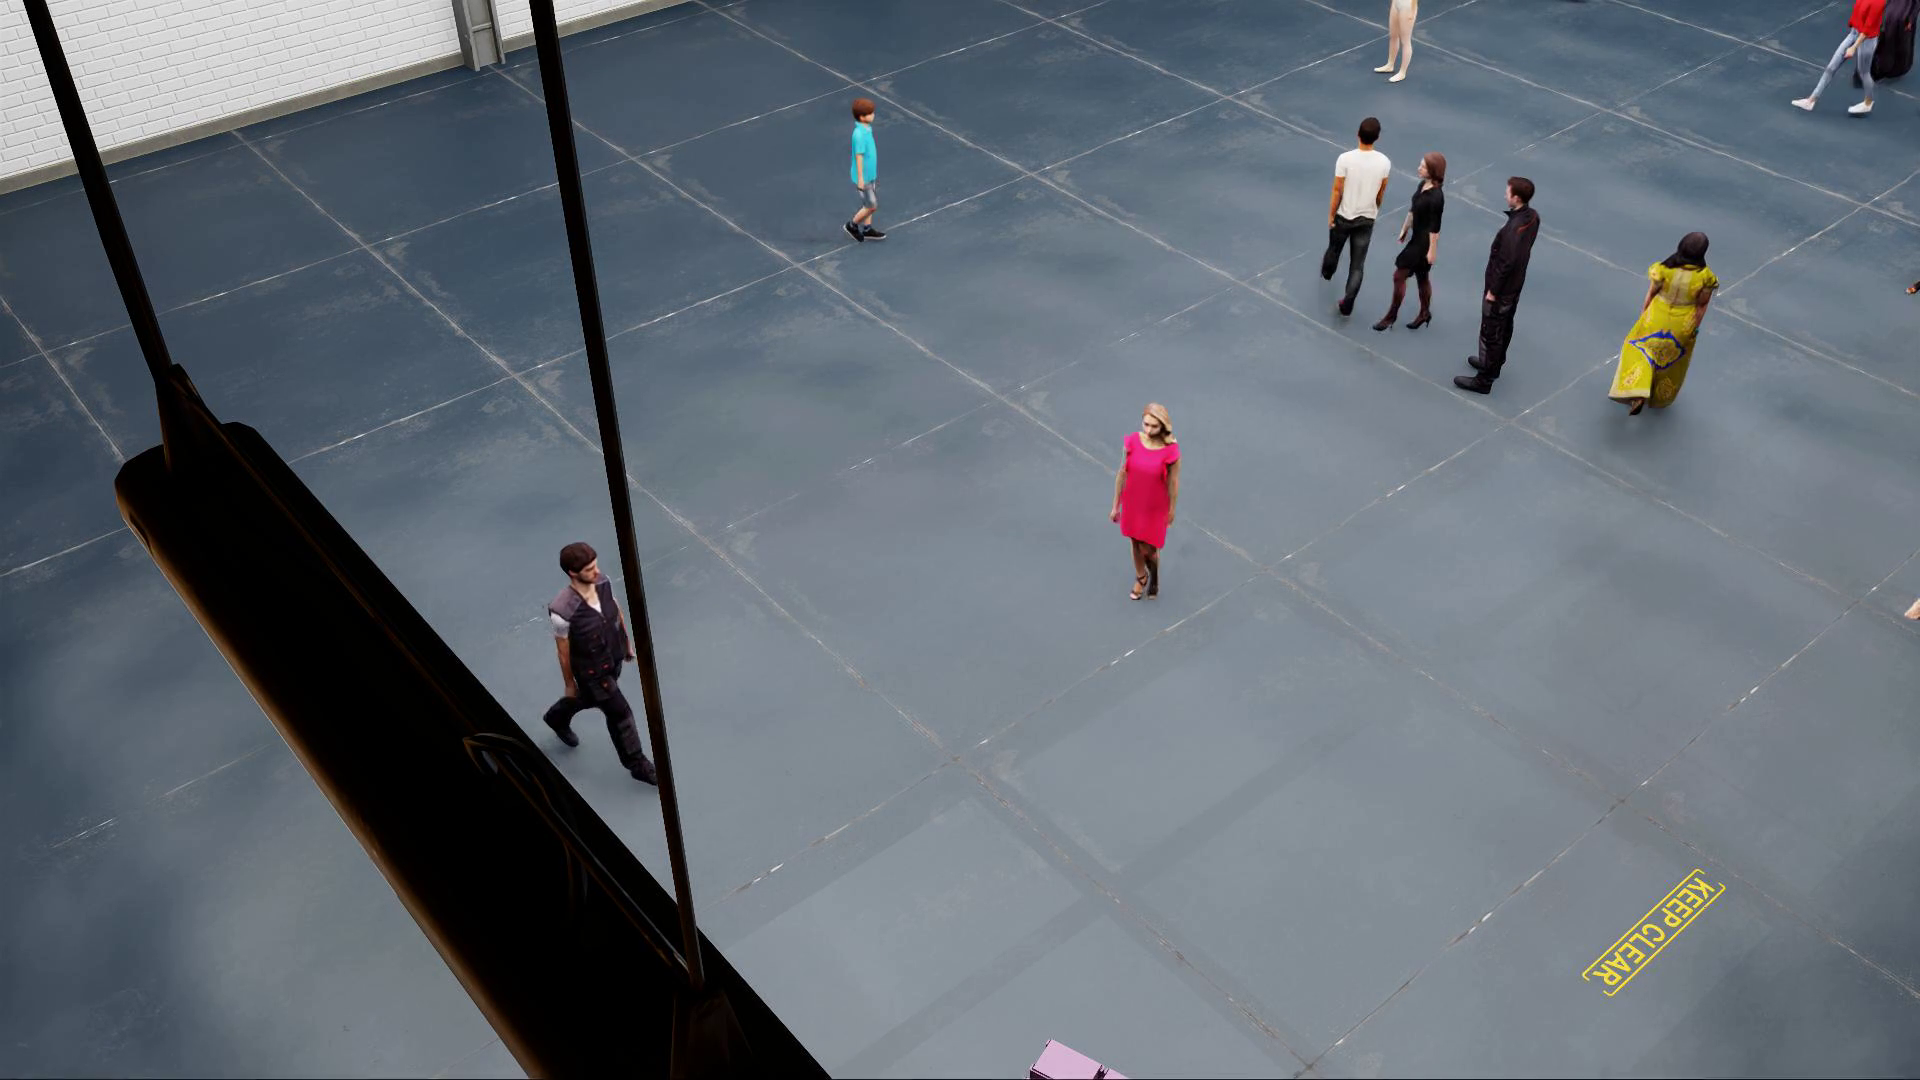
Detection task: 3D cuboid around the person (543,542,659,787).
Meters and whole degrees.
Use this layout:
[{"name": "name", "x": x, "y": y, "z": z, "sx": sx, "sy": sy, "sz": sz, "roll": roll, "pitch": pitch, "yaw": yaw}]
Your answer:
[{"name": "person", "x": -2.319, "y": 0.738, "z": 10.223, "sx": 1.072, "sy": 1.809, "sz": 1.235, "roll": 15, "pitch": 41, "yaw": 18}]

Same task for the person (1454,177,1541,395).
[{"name": "person", "x": 4.481, "y": -2.112, "z": 13.711, "sx": 0.802, "sy": 1.910, "sz": 0.616, "roll": 24, "pitch": 45, "yaw": 27}]

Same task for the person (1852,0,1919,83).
[{"name": "person", "x": 10.529, "y": -5.920, "z": 18.725, "sx": 1.111, "sy": 1.603, "sz": 0.701, "roll": -21, "pitch": 43, "yaw": -25}]

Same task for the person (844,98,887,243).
[{"name": "person", "x": -0.967, "y": -3.511, "z": 15.835, "sx": 0.753, "sy": 1.445, "sz": 0.694, "roll": 6, "pitch": 39, "yaw": 8}]

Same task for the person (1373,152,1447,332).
[{"name": "person", "x": 4.102, "y": -2.571, "z": 14.464, "sx": 0.898, "sy": 1.688, "sz": 0.825, "roll": -1, "pitch": 39, "yaw": -1}]

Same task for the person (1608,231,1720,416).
[{"name": "person", "x": 5.698, "y": -1.696, "z": 13.406, "sx": 1.096, "sy": 1.640, "sz": 1.239, "roll": 12, "pitch": 40, "yaw": 15}]

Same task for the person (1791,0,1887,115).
[{"name": "person", "x": 9.814, "y": -5.358, "z": 17.980, "sx": 1.185, "sy": 1.656, "sz": 1.048, "roll": -2, "pitch": 39, "yaw": -2}]

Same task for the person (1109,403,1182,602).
[{"name": "person", "x": 1.328, "y": -0.296, "z": 11.591, "sx": 0.668, "sy": 1.718, "sz": 0.702, "roll": 20, "pitch": 43, "yaw": 23}]

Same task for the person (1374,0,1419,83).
[{"name": "person", "x": 5.043, "y": -6.038, "z": 18.841, "sx": 0.576, "sy": 1.643, "sz": 0.601, "roll": -14, "pitch": 41, "yaw": -17}]

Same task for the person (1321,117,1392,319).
[{"name": "person", "x": 3.505, "y": -2.802, "z": 14.697, "sx": 1.122, "sy": 1.757, "sz": 1.182, "roll": 2, "pitch": 39, "yaw": 3}]
